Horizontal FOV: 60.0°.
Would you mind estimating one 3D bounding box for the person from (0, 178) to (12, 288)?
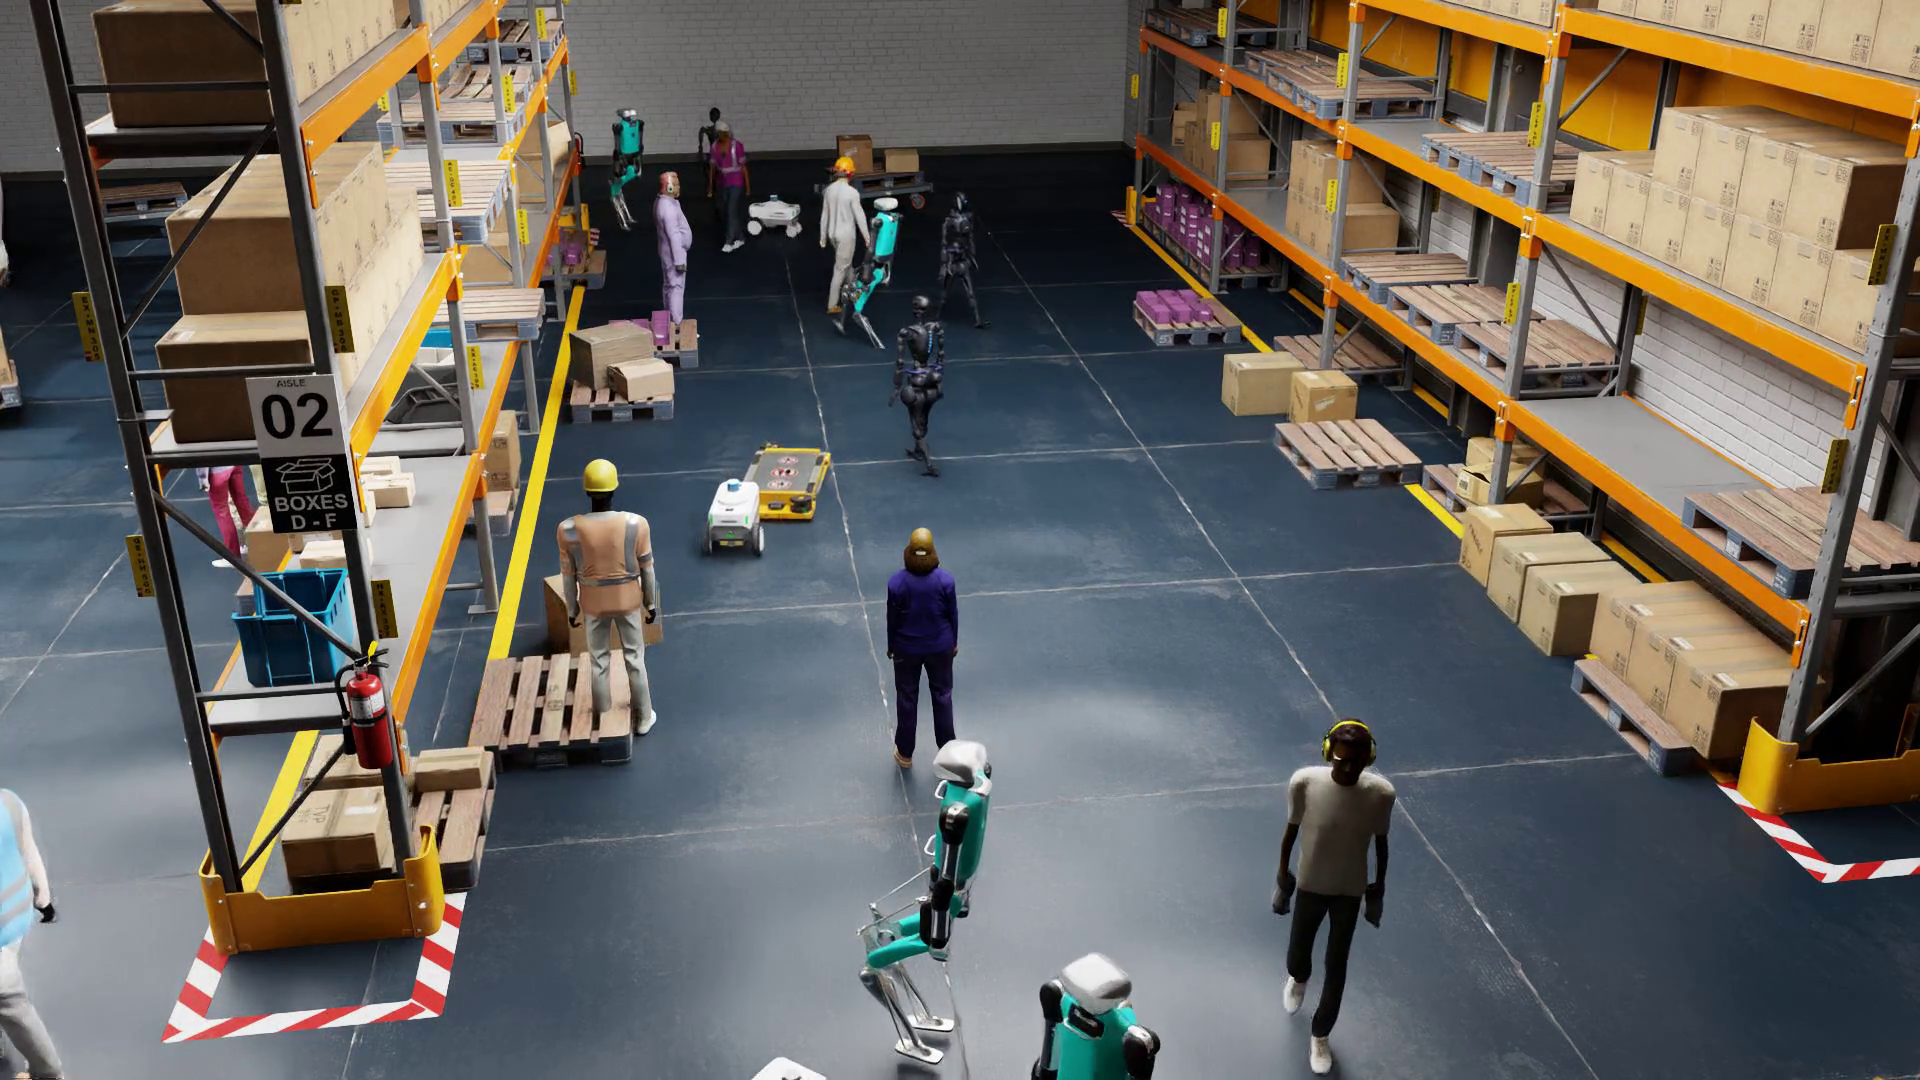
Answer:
[{"bbox_3d":[-12.267,-4.087,20.937,0.511,1.926,0.637,12,27,26],"label":"person"}]

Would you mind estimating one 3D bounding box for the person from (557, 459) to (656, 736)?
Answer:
[{"bbox_3d":[-2.251,0.395,10.716,0.586,1.927,0.367,-5,24,-11],"label":"person"}]

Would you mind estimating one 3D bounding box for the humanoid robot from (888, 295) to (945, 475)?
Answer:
[{"bbox_3d":[-0.383,-1.427,15.223,0.590,1.649,0.656,-19,30,-37],"label":"humanoid robot"}]

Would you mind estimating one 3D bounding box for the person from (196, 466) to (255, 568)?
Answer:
[{"bbox_3d":[-5.904,-0.563,13.274,0.277,1.628,0.503,6,24,13],"label":"person"}]

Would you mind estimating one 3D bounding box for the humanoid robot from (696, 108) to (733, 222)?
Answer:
[{"bbox_3d":[-3.619,-5.555,24.639,0.614,1.629,0.715,-11,26,-23],"label":"humanoid robot"}]

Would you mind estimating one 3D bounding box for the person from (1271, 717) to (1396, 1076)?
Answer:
[{"bbox_3d":[1.761,1.653,7.931,0.532,1.859,0.487,4,24,9],"label":"person"}]

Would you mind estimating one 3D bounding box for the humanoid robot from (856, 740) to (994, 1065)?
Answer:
[{"bbox_3d":[-0.217,1.691,7.878,0.745,1.691,0.530,6,24,13],"label":"humanoid robot"}]

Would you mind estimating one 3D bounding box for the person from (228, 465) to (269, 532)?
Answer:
[{"bbox_3d":[-6.050,-0.921,13.944,0.554,1.743,0.348,-11,26,-23],"label":"person"}]

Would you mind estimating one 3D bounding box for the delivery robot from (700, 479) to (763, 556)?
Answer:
[{"bbox_3d":[-1.869,-0.187,13.772,0.499,0.614,0.791,0,24,0],"label":"delivery robot"}]

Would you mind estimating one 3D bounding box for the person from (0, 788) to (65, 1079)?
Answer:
[{"bbox_3d":[-4.632,1.788,7.685,0.874,1.807,0.658,5,24,11],"label":"person"}]

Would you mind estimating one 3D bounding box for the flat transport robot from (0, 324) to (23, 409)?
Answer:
[{"bbox_3d":[-10.027,-1.279,16.593,0.659,0.231,1.431,-13,27,-27],"label":"flat transport robot"}]

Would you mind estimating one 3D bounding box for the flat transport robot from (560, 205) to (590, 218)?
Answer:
[{"bbox_3d":[-6.188,-4.717,24.425,1.431,0.231,0.659,-4,24,-8],"label":"flat transport robot"}]

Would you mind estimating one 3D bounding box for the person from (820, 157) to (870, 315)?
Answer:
[{"bbox_3d":[-1.335,-3.706,20.157,0.568,1.853,0.931,20,31,38],"label":"person"}]

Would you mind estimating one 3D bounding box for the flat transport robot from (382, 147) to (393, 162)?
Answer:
[{"bbox_3d":[-8.093,-5.011,25.094,1.431,0.231,0.659,0,24,1],"label":"flat transport robot"}]

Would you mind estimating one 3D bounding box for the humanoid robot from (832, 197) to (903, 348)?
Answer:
[{"bbox_3d":[-1.168,-3.034,18.852,1.062,1.767,0.556,14,27,29],"label":"humanoid robot"}]

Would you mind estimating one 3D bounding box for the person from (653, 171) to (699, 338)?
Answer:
[{"bbox_3d":[-3.267,-3.263,19.073,0.414,1.911,0.642,-9,25,-20],"label":"person"}]

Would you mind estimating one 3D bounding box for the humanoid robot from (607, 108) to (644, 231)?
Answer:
[{"bbox_3d":[-4.916,-5.370,24.076,0.749,1.782,0.543,17,29,34],"label":"humanoid robot"}]

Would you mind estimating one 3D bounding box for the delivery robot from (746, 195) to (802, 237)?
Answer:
[{"bbox_3d":[-2.684,-4.654,23.936,0.806,0.604,0.499,4,24,10],"label":"delivery robot"}]

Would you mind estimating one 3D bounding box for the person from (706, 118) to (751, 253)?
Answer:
[{"bbox_3d":[-3.213,-4.848,22.783,0.552,1.824,0.721,10,25,21],"label":"person"}]

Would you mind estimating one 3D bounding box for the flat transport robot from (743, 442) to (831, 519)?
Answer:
[{"bbox_3d":[-1.566,-0.534,14.895,0.659,0.231,1.431,1,24,2],"label":"flat transport robot"}]

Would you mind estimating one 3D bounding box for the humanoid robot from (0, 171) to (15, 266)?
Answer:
[{"bbox_3d":[-12.814,-4.353,21.859,0.599,1.641,0.589,-12,27,-26],"label":"humanoid robot"}]

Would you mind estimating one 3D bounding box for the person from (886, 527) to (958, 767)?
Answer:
[{"bbox_3d":[-0.237,0.672,10.458,0.451,1.623,0.338,-3,24,-7],"label":"person"}]

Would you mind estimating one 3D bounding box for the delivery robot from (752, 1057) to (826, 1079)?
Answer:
[{"bbox_3d":[-0.881,2.640,7.330,0.499,0.613,0.811,15,28,30],"label":"delivery robot"}]

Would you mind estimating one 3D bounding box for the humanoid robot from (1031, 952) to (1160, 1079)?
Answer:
[{"bbox_3d":[0.336,2.453,6.288,0.722,1.797,0.533,-21,31,-39],"label":"humanoid robot"}]

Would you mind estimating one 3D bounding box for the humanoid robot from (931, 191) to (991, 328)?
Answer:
[{"bbox_3d":[-0.013,-3.259,19.395,0.759,1.622,0.609,19,30,37],"label":"humanoid robot"}]
